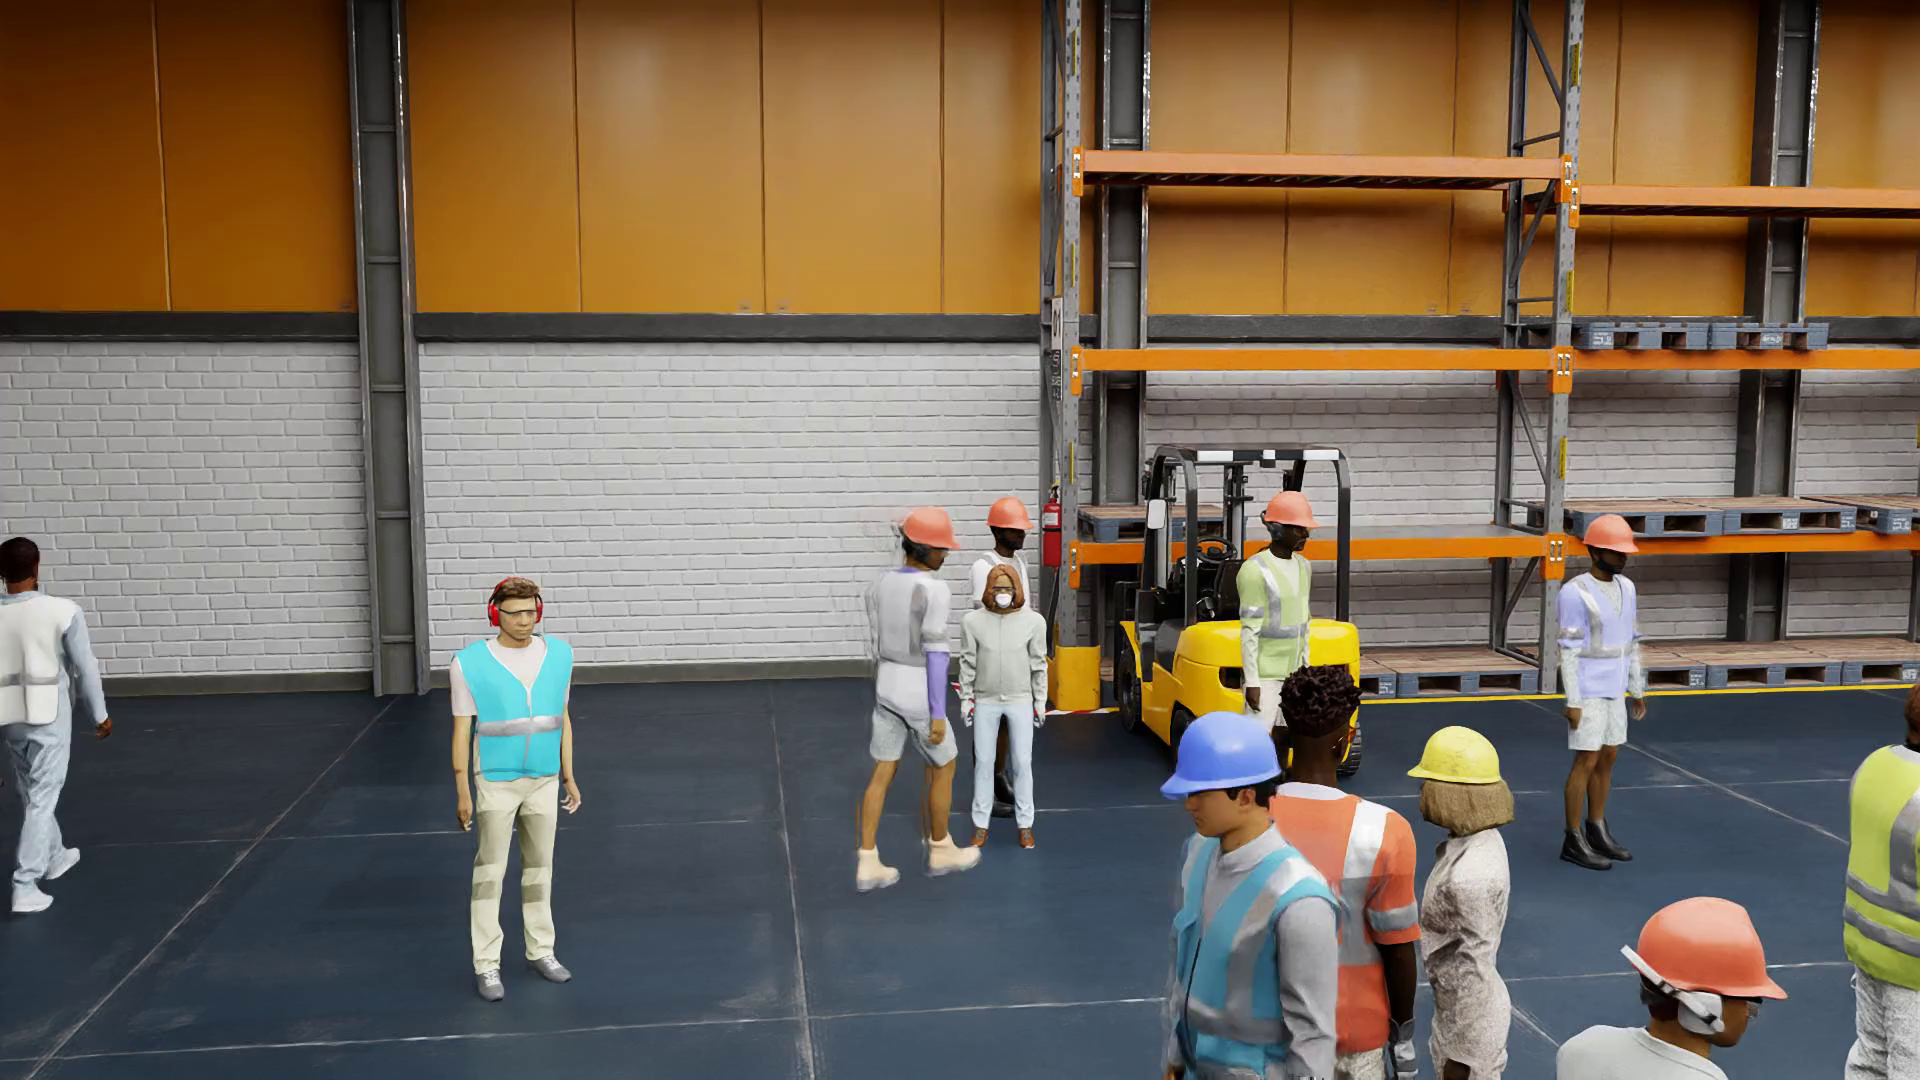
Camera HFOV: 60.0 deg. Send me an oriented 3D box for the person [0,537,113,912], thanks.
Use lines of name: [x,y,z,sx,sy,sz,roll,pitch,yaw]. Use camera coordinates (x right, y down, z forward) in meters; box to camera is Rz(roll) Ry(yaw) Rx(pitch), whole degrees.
person: [-4.756,0.916,8.565,0.600,1.874,0.968,0,7,-1]

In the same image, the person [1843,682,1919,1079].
person: [2.987,1.324,5.156,0.431,1.836,0.619,0,7,4]

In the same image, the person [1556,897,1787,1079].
person: [1.431,1.569,3.335,0.340,1.747,0.569,-2,7,-18]

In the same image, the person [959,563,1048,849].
person: [0.246,0.938,9.422,0.505,1.628,0.278,0,7,3]

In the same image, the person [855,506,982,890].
person: [-0.232,0.825,8.709,0.822,2.003,0.668,-6,9,-44]

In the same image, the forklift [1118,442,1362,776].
forklift: [1.912,0.418,11.496,1.214,2.155,2.313,-1,7,-8]

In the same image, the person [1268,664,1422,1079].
person: [0.976,1.315,4.626,0.603,1.967,0.366,3,7,28]

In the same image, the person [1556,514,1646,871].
person: [3.519,0.820,9.112,0.546,1.935,0.386,-4,8,-32]

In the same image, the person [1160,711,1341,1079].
person: [0.698,1.388,4.210,0.443,1.934,0.699,-2,7,-16]

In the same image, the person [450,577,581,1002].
person: [-1.961,1.068,7.332,0.572,1.840,0.373,-6,9,-41]

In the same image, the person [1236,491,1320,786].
person: [1.815,0.736,9.425,0.610,2.035,0.410,-6,9,-44]

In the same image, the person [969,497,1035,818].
person: [0.280,0.700,10.139,0.379,1.937,0.547,4,8,30]

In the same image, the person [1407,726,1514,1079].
person: [1.445,1.401,4.842,0.320,1.742,0.492,2,7,17]
